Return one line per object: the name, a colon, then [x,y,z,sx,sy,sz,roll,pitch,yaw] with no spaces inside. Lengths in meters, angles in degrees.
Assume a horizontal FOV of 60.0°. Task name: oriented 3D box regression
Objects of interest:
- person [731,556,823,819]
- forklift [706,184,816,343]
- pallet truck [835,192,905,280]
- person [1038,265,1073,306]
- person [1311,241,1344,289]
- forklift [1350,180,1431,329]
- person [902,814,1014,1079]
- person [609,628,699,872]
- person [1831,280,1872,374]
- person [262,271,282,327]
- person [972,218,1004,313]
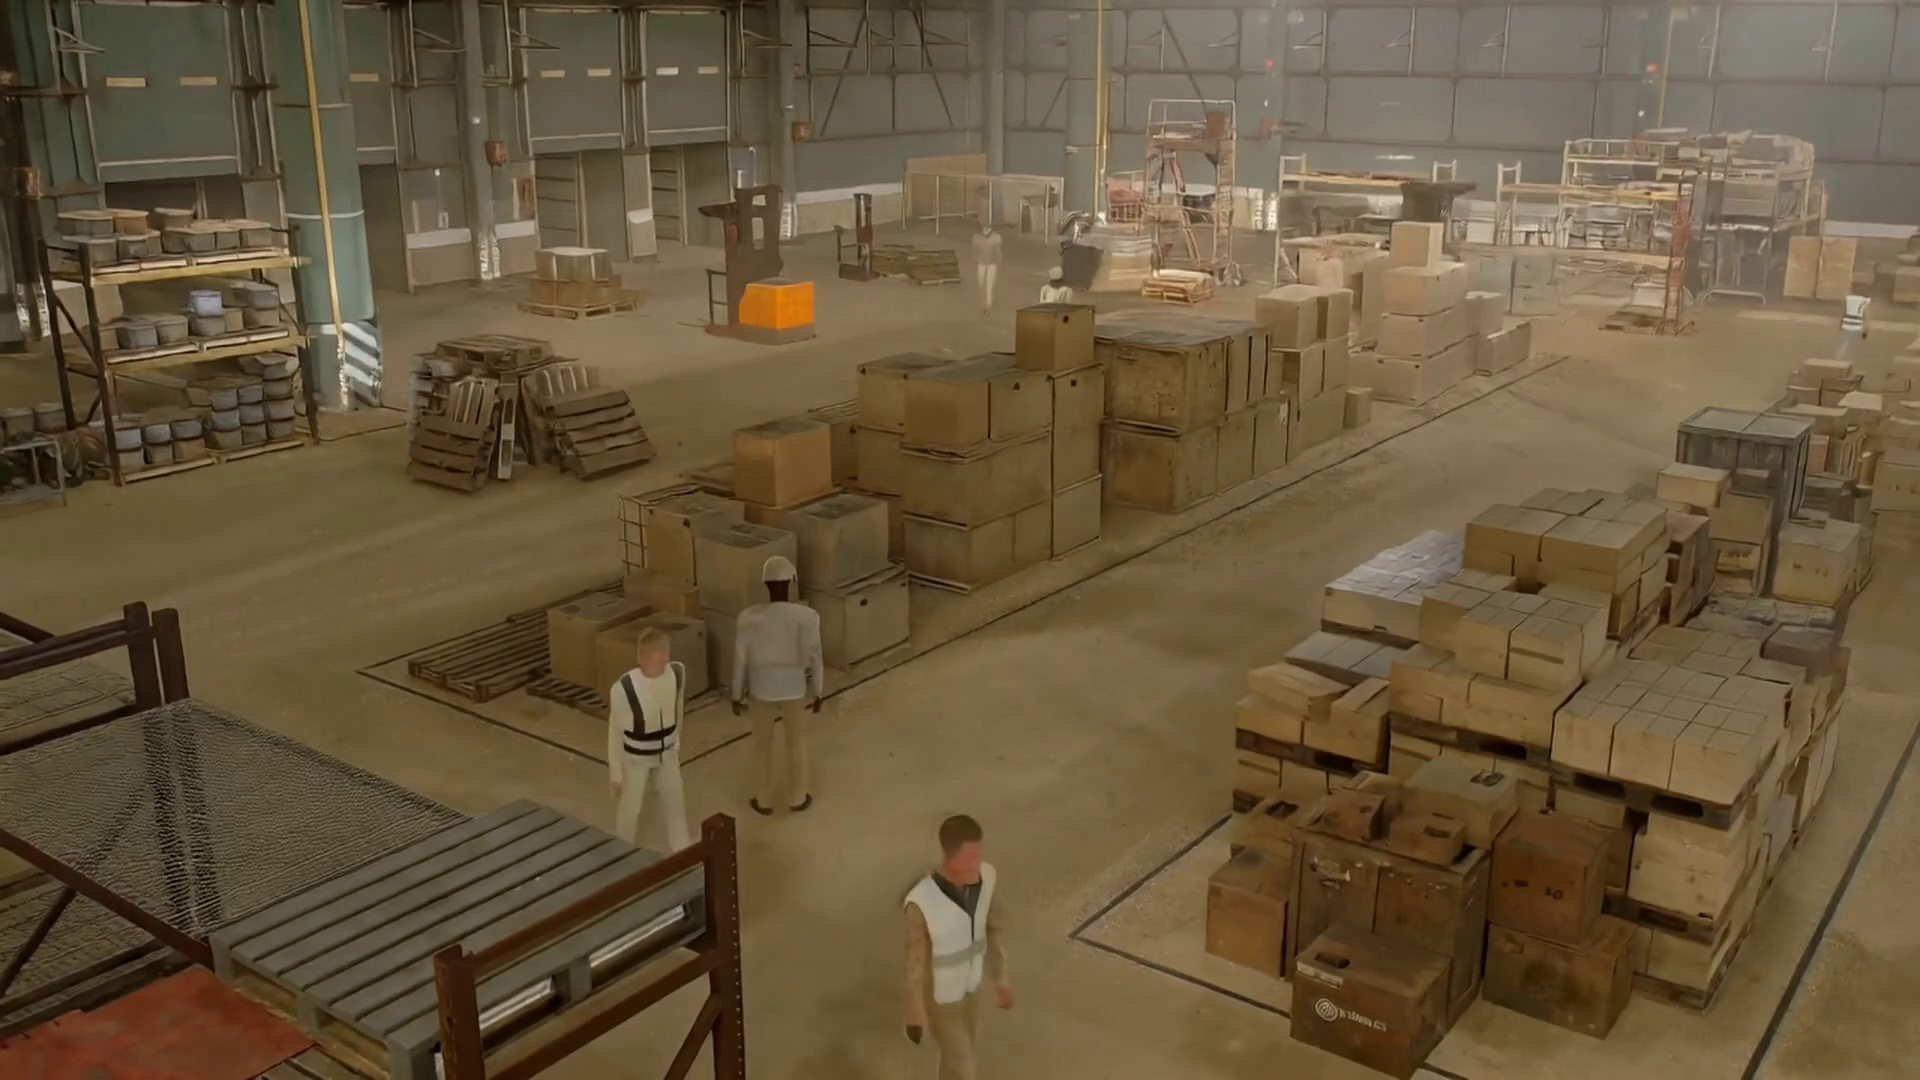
person: [-1.319,1.056,11.935,0.651,1.913,0.421,-4,17,-14]
forklift: [-3.717,-5.181,30.929,1.873,2.768,1.129,12,21,35]
pallet truck: [-1.936,-7.159,38.982,1.885,1.965,0.823,-12,21,-34]
person: [1.535,-3.513,27.056,0.560,1.918,0.527,8,18,23]
person: [6.650,-4.469,30.208,0.435,1.924,0.646,-13,21,-37]
forklift: [8.578,-5.417,31.710,1.873,2.768,1.129,10,19,29]
person: [0.000,2.210,8.109,0.492,1.904,0.608,12,21,34]
person: [-2.006,1.438,10.832,0.608,1.836,0.819,-15,23,-41]
person: [14.685,-3.466,27.375,0.549,1.623,0.530,-11,20,-32]
person: [-11.560,-3.698,28.065,0.768,1.666,0.552,-14,22,-40]
person: [0.578,-5.649,34.120,0.643,1.923,0.704,2,17,7]
